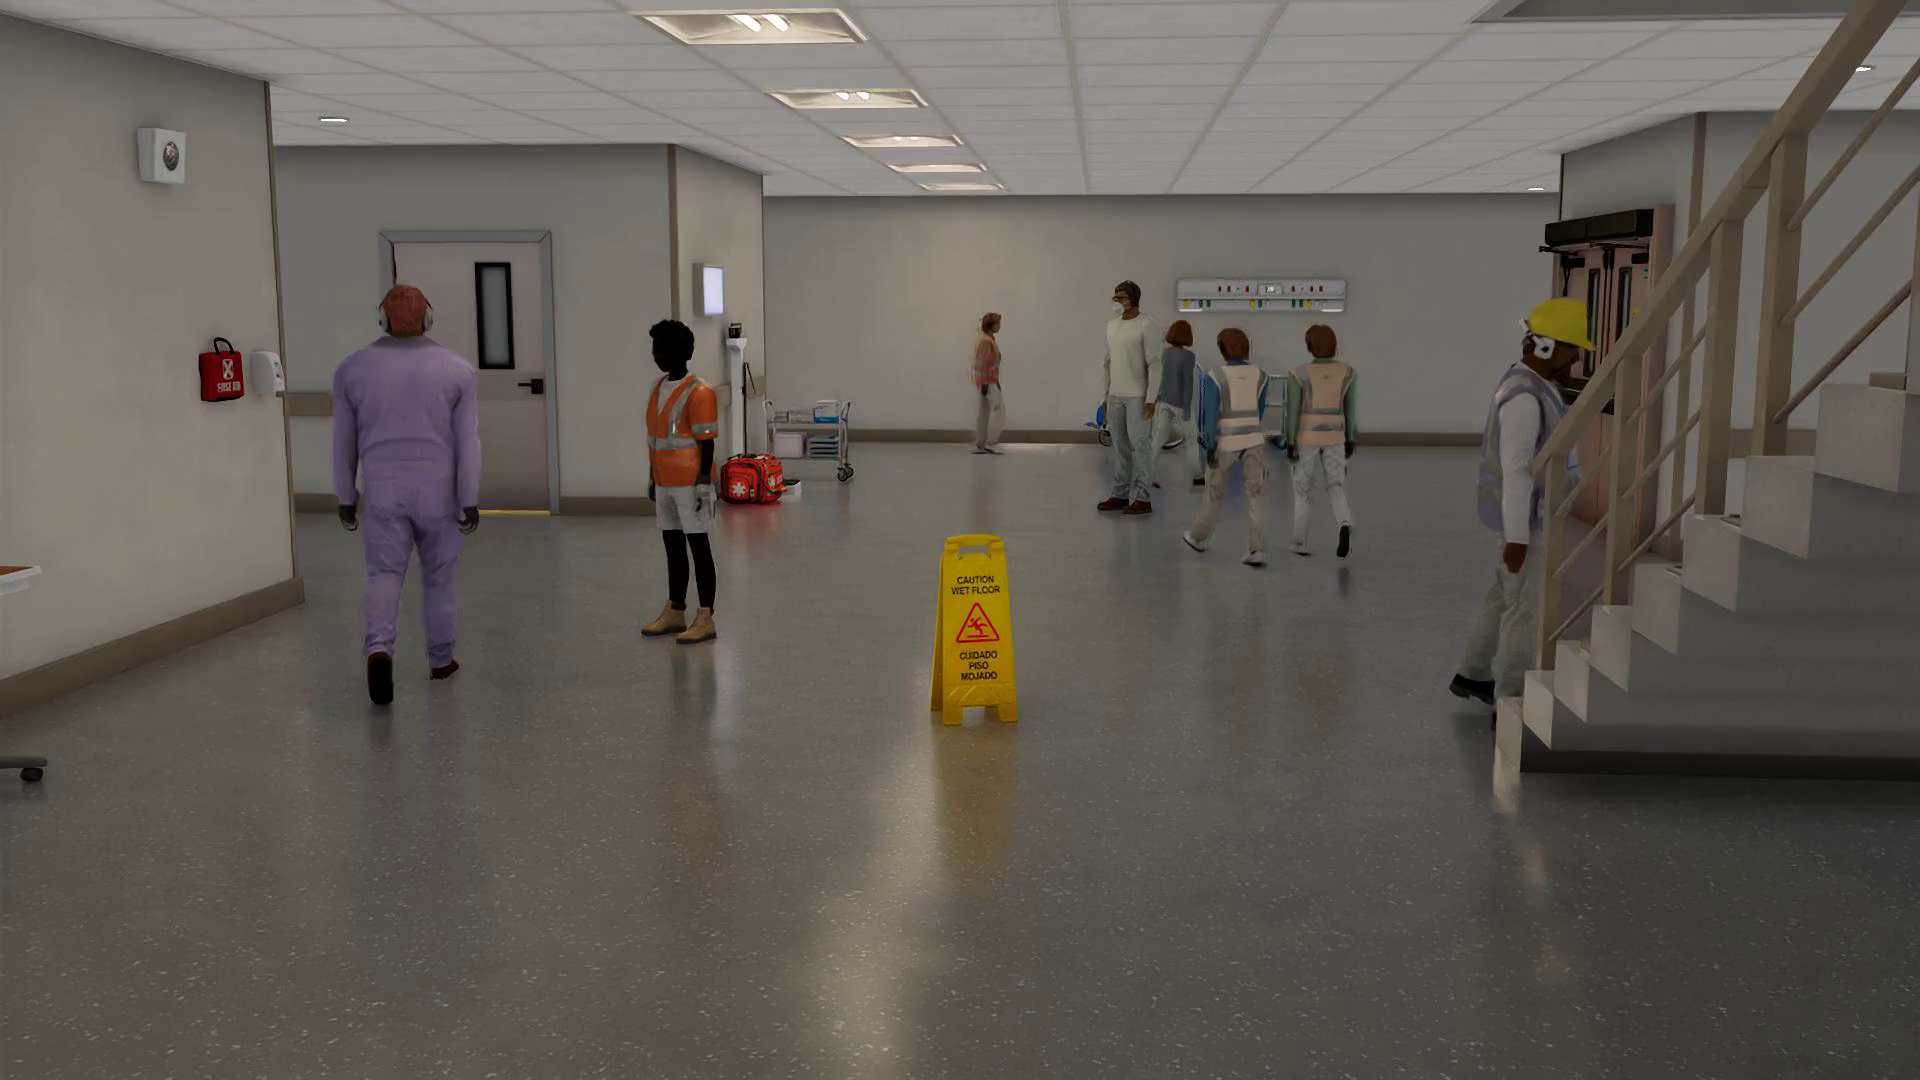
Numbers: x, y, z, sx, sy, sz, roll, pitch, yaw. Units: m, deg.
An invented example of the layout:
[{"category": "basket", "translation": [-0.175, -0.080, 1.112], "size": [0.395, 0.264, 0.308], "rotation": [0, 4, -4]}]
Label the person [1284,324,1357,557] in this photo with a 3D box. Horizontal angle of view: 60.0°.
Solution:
[{"category": "person", "translation": [2.488, -0.667, 11.411], "size": [0.526, 1.621, 0.640], "rotation": [-1, 8, -7]}]

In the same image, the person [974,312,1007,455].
[{"category": "person", "translation": [0.378, -1.768, 18.914], "size": [0.496, 1.622, 0.519], "rotation": [0, 8, -1]}]

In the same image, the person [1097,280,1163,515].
[{"category": "person", "translation": [1.415, -1.181, 13.839], "size": [0.356, 1.938, 0.633], "rotation": [-6, 10, -36]}]

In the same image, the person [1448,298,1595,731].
[{"category": "person", "translation": [2.333, -0.102, 6.970], "size": [0.543, 1.805, 0.760], "rotation": [3, 9, 21]}]

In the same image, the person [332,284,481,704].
[{"category": "person", "translation": [-2.514, -0.223, 7.568], "size": [0.656, 1.878, 0.891], "rotation": [-1, 8, -10]}]

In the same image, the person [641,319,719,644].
[{"category": "person", "translation": [-1.463, -0.305, 8.716], "size": [0.322, 1.692, 0.533], "rotation": [-8, 11, -42]}]

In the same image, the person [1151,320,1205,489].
[{"category": "person", "translation": [2.016, -1.270, 15.623], "size": [0.846, 1.590, 0.513], "rotation": [-6, 10, -35]}]

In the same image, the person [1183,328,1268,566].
[{"category": "person", "translation": [1.848, -0.644, 11.349], "size": [0.507, 1.589, 0.866], "rotation": [-3, 9, -17]}]
